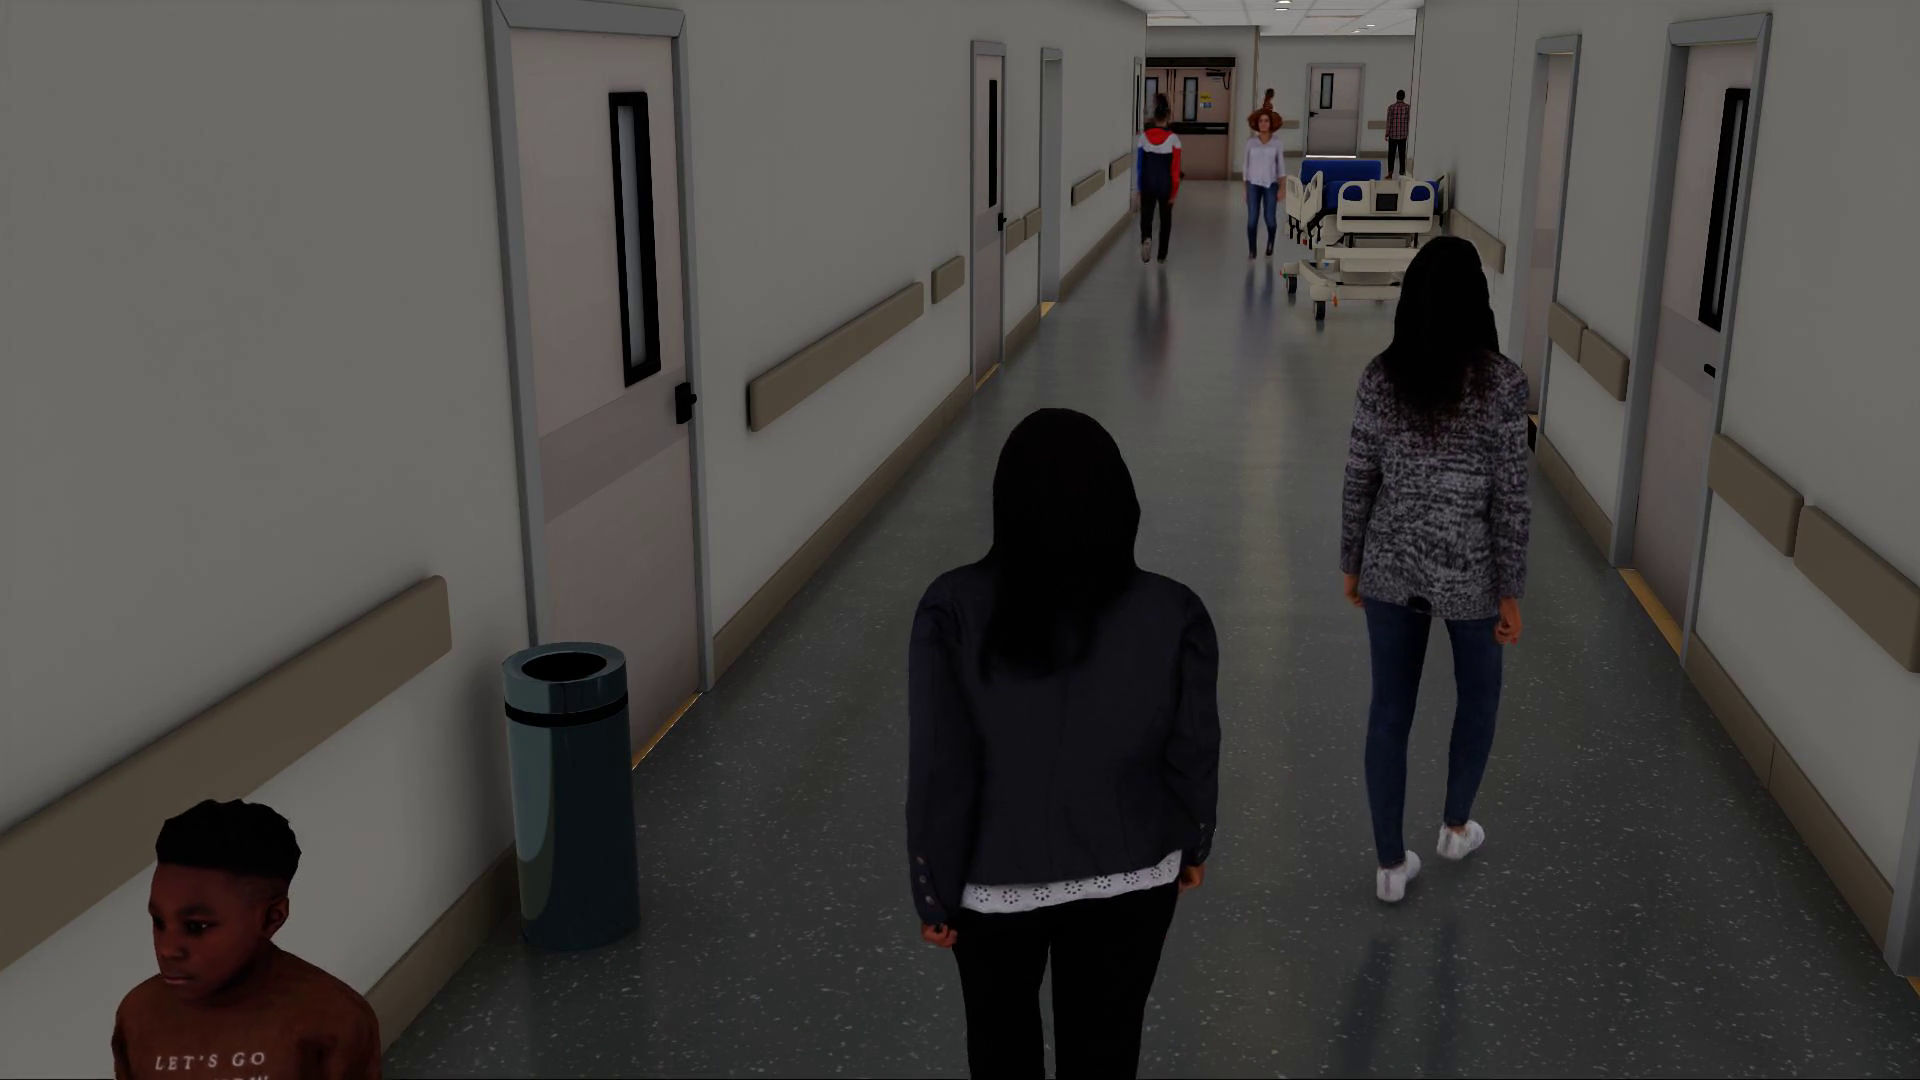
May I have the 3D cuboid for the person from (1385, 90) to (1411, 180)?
[{"bbox_3d":[8.859,-8.201,33.641,0.587,1.761,0.795,0,16,1],"label":"person"}]

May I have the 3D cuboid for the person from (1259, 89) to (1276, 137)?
[{"bbox_3d":[7.446,-10.204,40.849,0.648,1.706,0.667,1,16,4],"label":"person"}]

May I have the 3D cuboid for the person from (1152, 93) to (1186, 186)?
[{"bbox_3d":[3.676,-7.083,29.756,1.105,1.717,0.850,-4,16,-15],"label":"person"}]

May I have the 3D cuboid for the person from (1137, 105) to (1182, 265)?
[{"bbox_3d":[2.171,-3.903,18.441,0.913,1.737,0.690,3,16,12],"label":"person"}]

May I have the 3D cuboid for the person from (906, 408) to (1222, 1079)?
[{"bbox_3d":[0.162,0.593,2.811,0.911,1.564,0.816,1,16,2],"label":"person"}]

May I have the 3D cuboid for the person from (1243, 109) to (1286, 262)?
[{"bbox_3d":[3.496,-4.061,19.089,1.064,1.690,0.794,5,16,16],"label":"person"}]

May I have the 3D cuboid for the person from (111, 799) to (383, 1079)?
[{"bbox_3d":[-0.896,0.914,2.263,0.505,1.244,0.593,3,16,11],"label":"person"}]

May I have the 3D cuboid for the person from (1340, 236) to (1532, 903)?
[{"bbox_3d":[1.176,0.115,4.226,0.766,1.717,0.825,8,18,26],"label":"person"}]
